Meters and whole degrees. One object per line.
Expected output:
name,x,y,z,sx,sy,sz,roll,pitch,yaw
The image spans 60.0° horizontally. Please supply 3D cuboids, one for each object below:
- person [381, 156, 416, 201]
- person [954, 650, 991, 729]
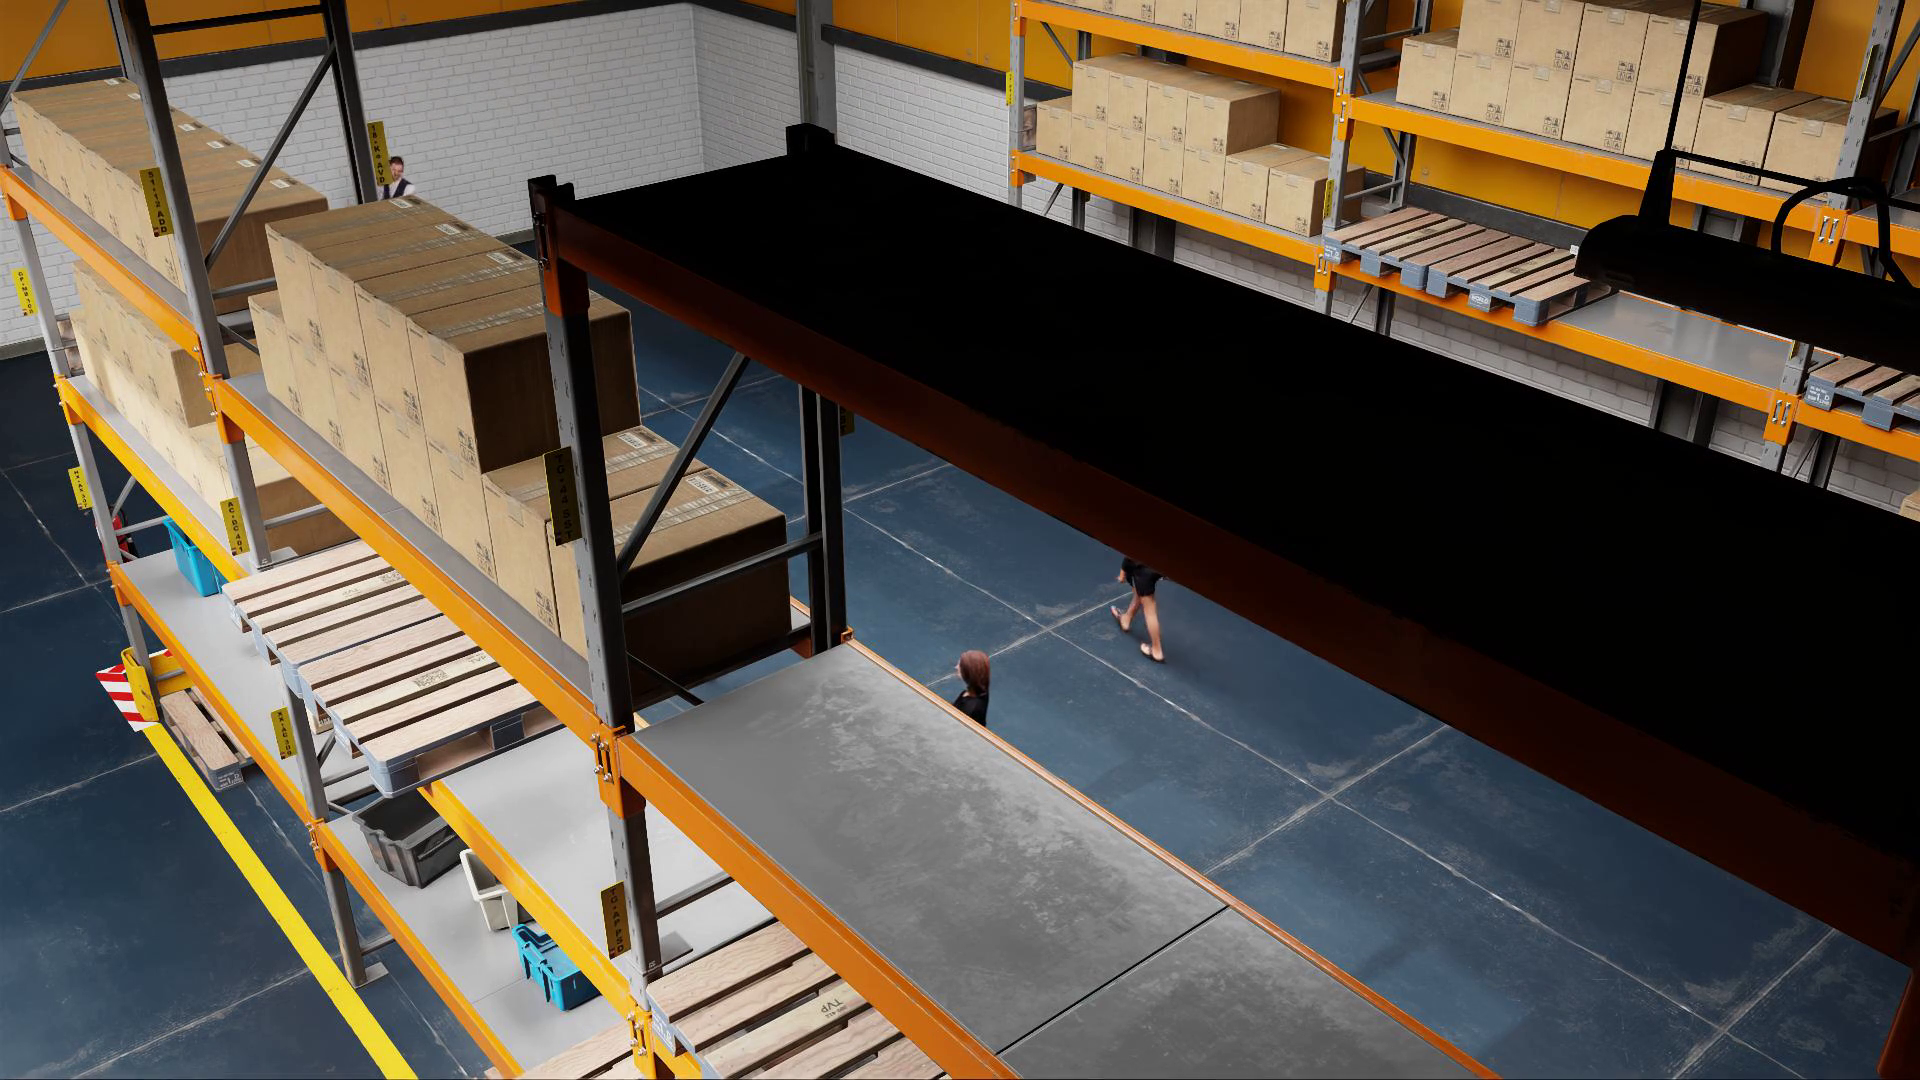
person,-6.829,-3.775,20.355,0.676,1.913,0.979,23,36,36
person,0.096,1.456,10.982,0.694,1.706,0.651,4,29,8
